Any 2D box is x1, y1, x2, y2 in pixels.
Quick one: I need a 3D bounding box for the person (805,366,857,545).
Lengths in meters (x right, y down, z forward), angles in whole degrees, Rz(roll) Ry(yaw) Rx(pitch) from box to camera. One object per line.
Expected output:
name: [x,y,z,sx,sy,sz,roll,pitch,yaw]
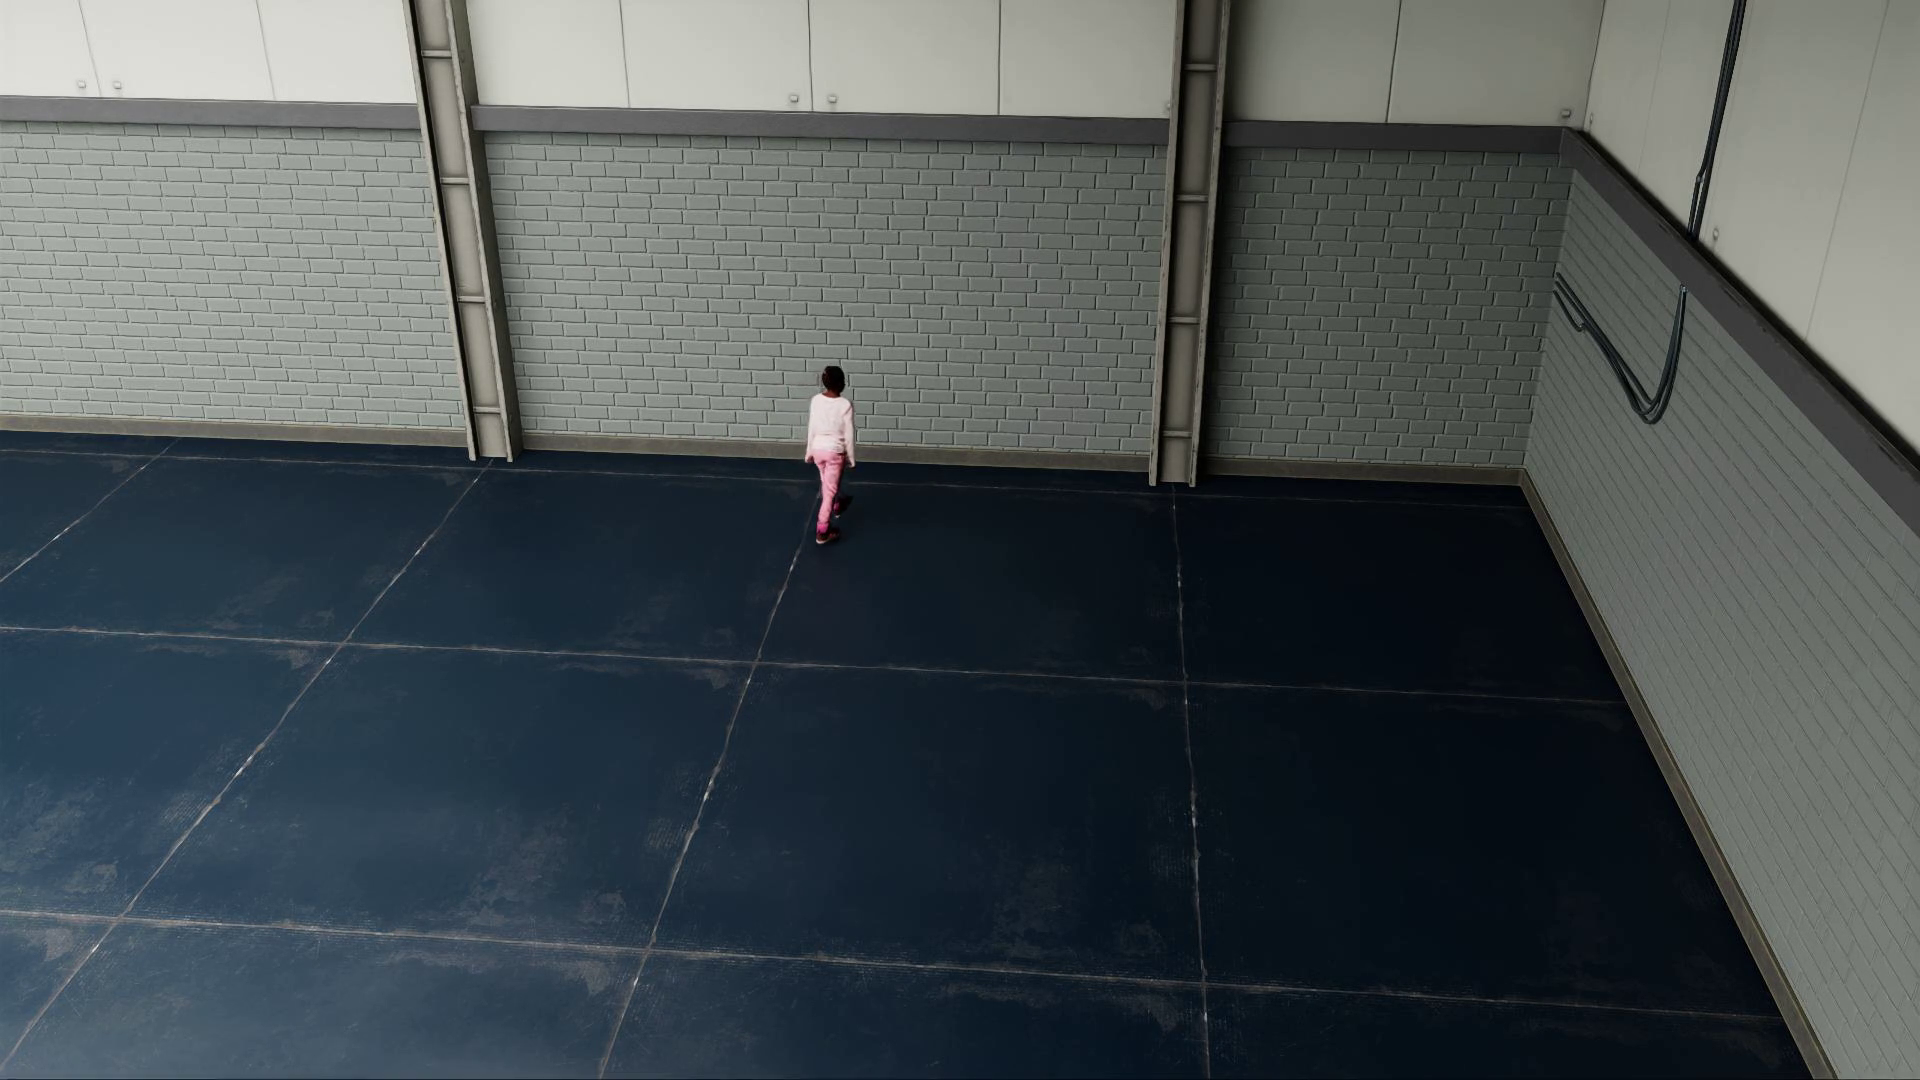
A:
person: [-1.058,-0.672,13.117,0.937,1.415,0.847,14,30,25]
